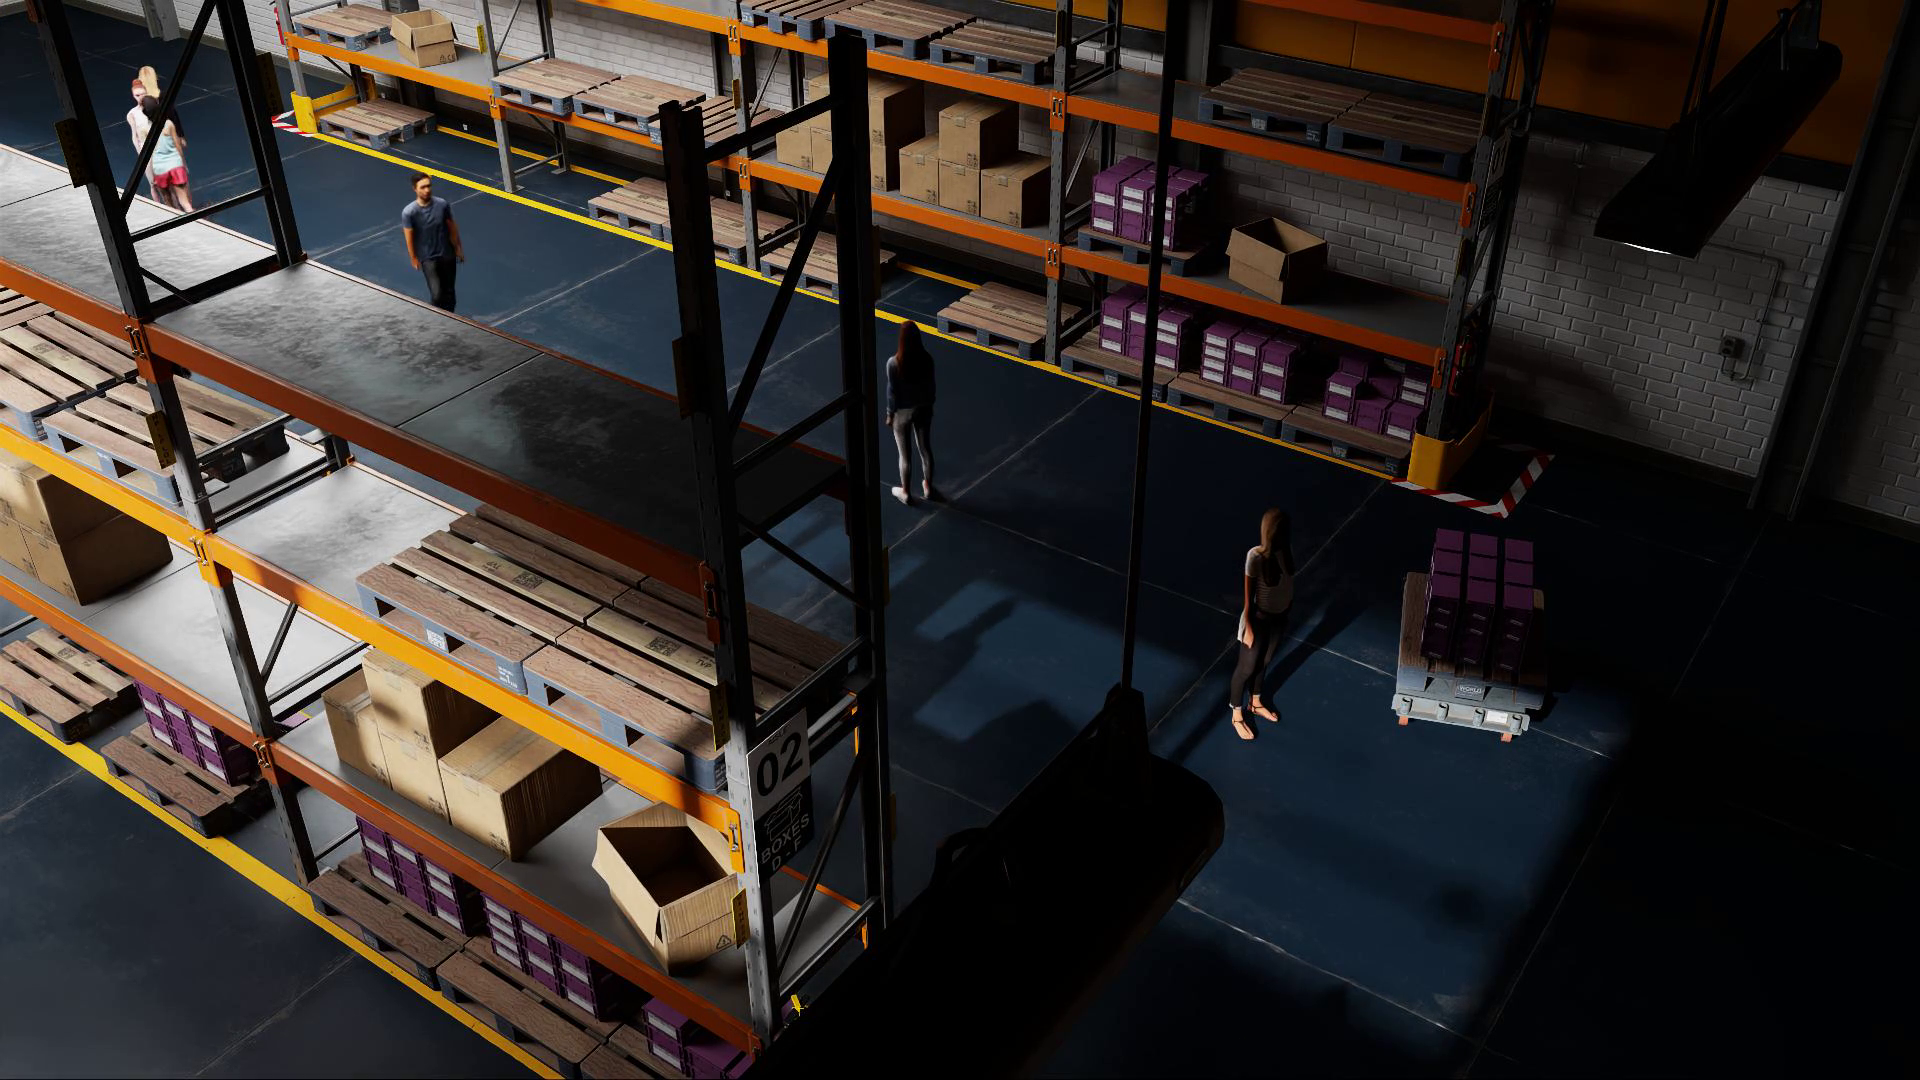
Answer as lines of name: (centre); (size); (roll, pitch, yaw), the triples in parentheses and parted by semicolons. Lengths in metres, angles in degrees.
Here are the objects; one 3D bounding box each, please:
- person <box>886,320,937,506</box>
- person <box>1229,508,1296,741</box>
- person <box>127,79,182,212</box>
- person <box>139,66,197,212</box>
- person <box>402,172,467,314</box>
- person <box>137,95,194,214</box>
person: (-0.413, -1.093, 14.339); (0.690, 1.700, 0.688); (-14, 36, -20)
person: (2.128, 0.562, 11.735); (0.638, 1.826, 0.598); (-26, 42, -34)
person: (-9.328, -4.449, 19.304); (0.619, 1.792, 0.571); (-23, 40, -30)
person: (-9.341, -4.667, 19.586); (0.641, 1.844, 0.748); (3, 34, 4)
person: (-5.390, -2.929, 17.015); (0.747, 1.795, 0.749); (-24, 41, -32)
person: (-8.971, -4.159, 18.931); (0.889, 1.722, 1.239); (-20, 38, -27)
